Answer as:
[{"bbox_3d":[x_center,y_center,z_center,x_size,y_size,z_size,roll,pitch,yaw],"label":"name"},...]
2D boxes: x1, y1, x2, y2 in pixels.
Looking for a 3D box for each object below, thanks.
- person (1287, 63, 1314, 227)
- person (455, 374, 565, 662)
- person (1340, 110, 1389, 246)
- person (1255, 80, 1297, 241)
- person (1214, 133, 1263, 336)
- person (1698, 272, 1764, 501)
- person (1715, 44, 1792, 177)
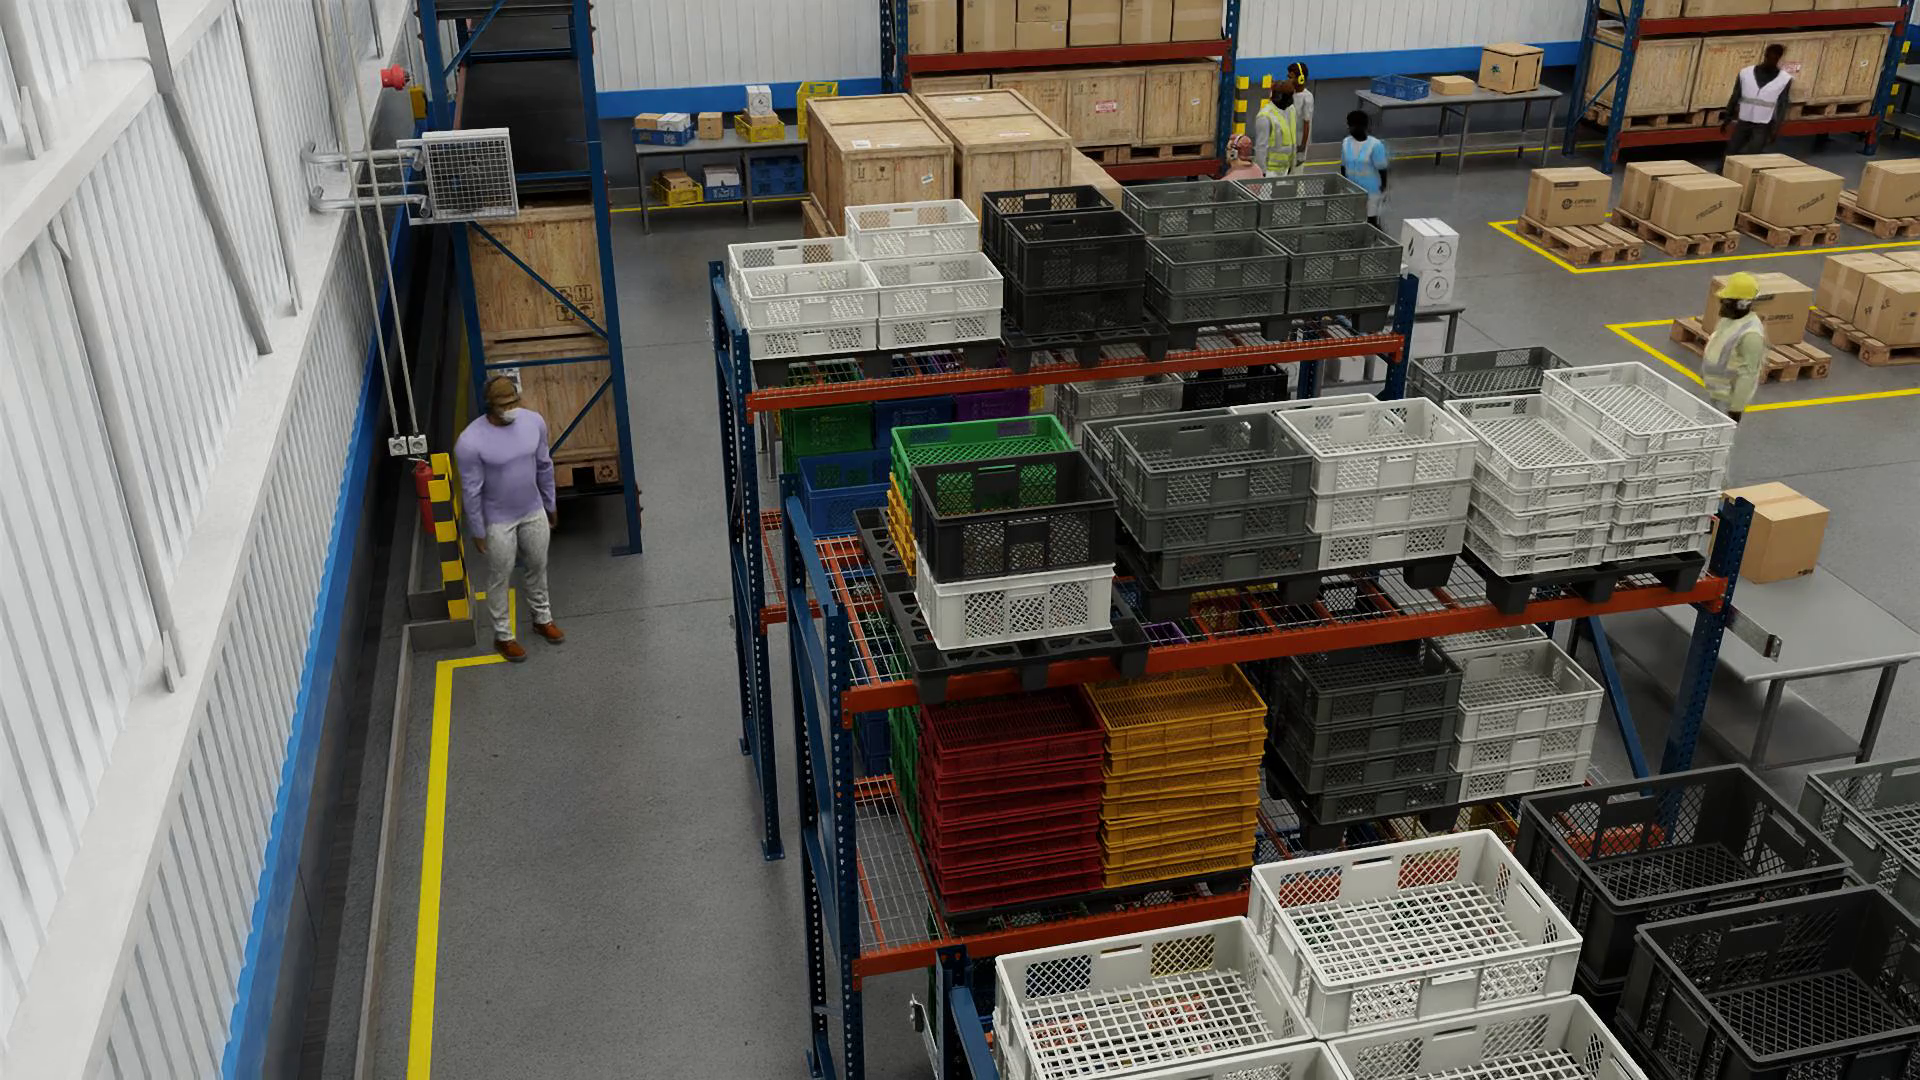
[{"bbox_3d":[3.780,-4.433,18.746,0.328,1.858,0.520,-5,28,-10],"label":"person"},{"bbox_3d":[-2.834,-0.160,10.559,0.369,1.932,0.634,25,37,39],"label":"person"},{"bbox_3d":[4.282,-3.692,17.539,0.397,1.658,0.665,-25,37,-38],"label":"person"},{"bbox_3d":[3.427,-4.089,18.118,0.431,1.835,0.624,22,35,36],"label":"person"},{"bbox_3d":[2.572,-2.895,15.768,0.409,1.909,0.642,17,32,29],"label":"person"},{"bbox_3d":[5.762,-1.138,12.549,0.457,1.810,0.608,4,28,8],"label":"person"},{"bbox_3d":[9.349,-4.920,19.635,0.664,1.886,0.464,18,33,30],"label":"person"}]
